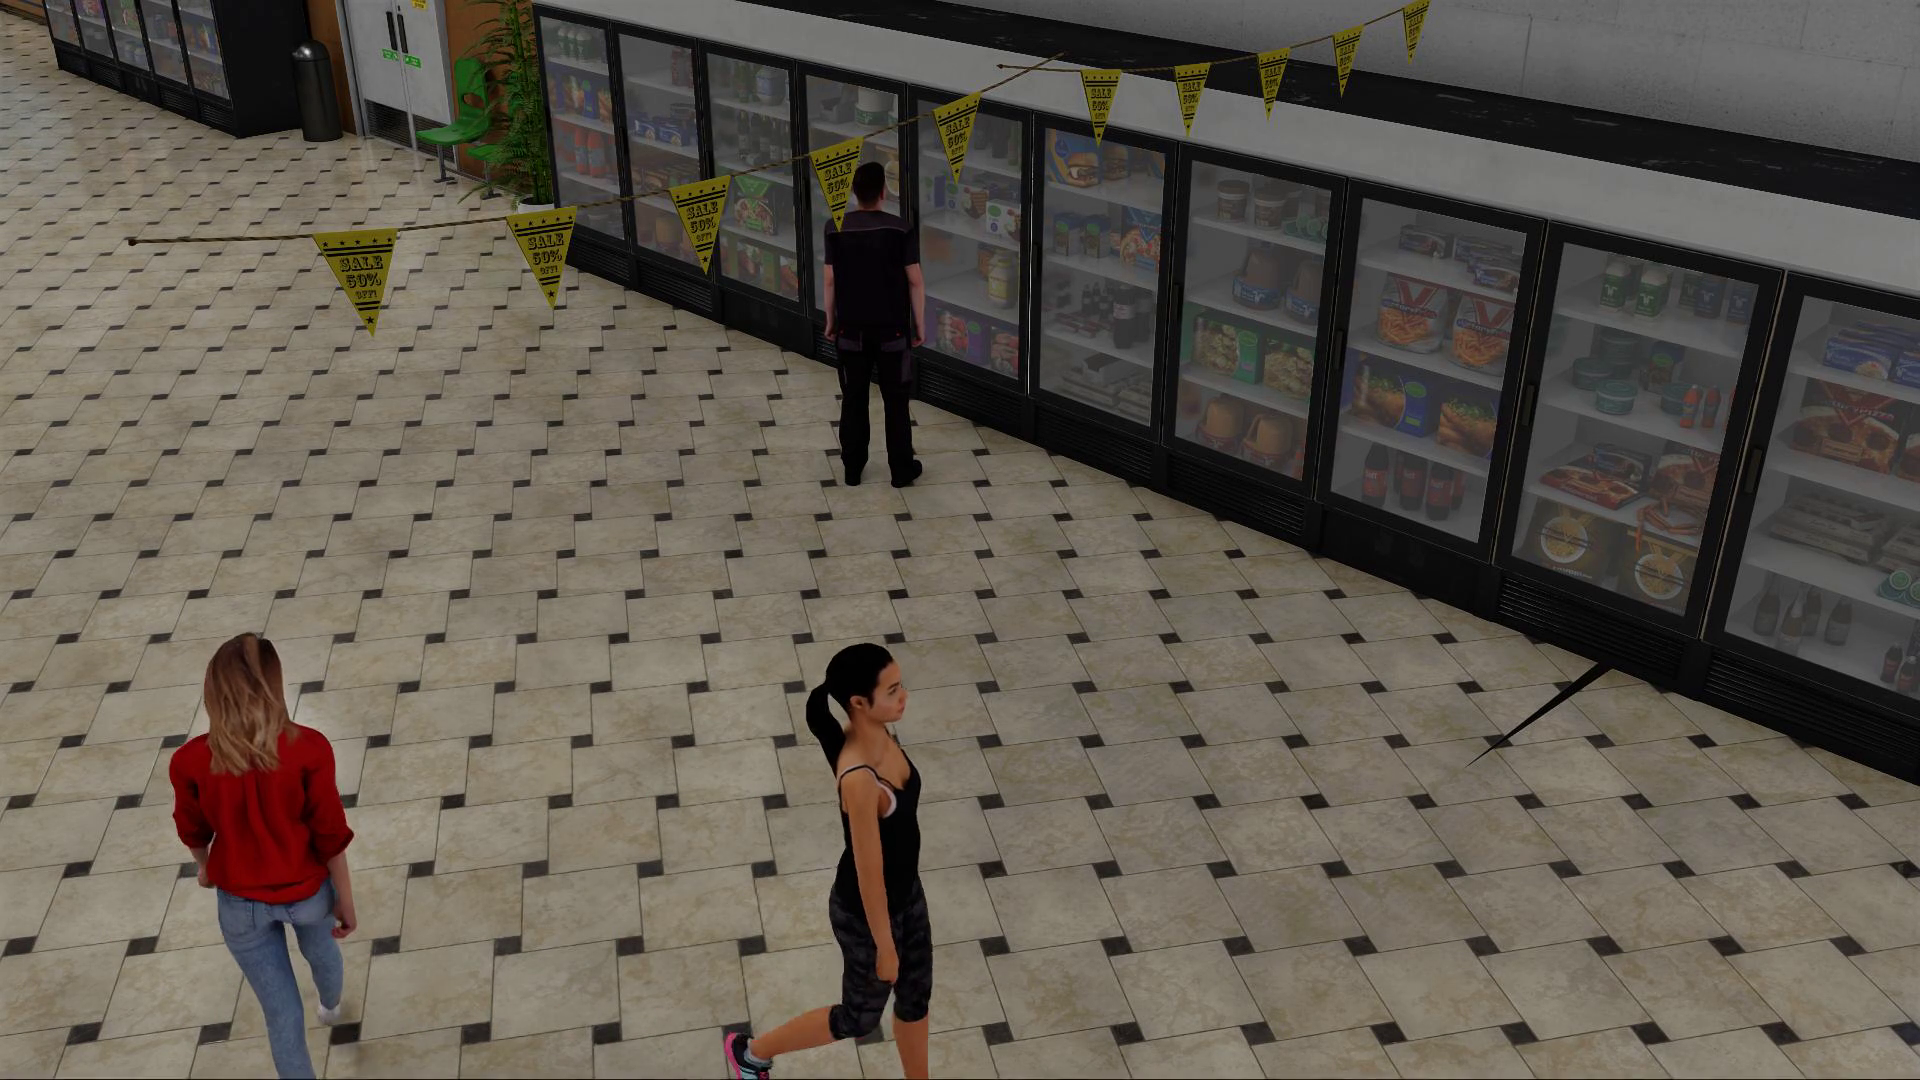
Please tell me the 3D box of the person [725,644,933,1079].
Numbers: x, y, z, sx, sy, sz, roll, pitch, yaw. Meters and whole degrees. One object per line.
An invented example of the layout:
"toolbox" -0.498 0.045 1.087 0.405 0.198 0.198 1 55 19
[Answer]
"person" -0.341 1.085 4.910 1.032 1.707 1.031 2 27 4

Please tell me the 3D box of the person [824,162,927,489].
"person" -0.479 -1.177 9.216 0.811 1.846 0.824 4 27 8

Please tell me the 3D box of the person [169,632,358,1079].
"person" -2.002 1.124 4.891 1.116 1.654 0.975 -11 29 -21
